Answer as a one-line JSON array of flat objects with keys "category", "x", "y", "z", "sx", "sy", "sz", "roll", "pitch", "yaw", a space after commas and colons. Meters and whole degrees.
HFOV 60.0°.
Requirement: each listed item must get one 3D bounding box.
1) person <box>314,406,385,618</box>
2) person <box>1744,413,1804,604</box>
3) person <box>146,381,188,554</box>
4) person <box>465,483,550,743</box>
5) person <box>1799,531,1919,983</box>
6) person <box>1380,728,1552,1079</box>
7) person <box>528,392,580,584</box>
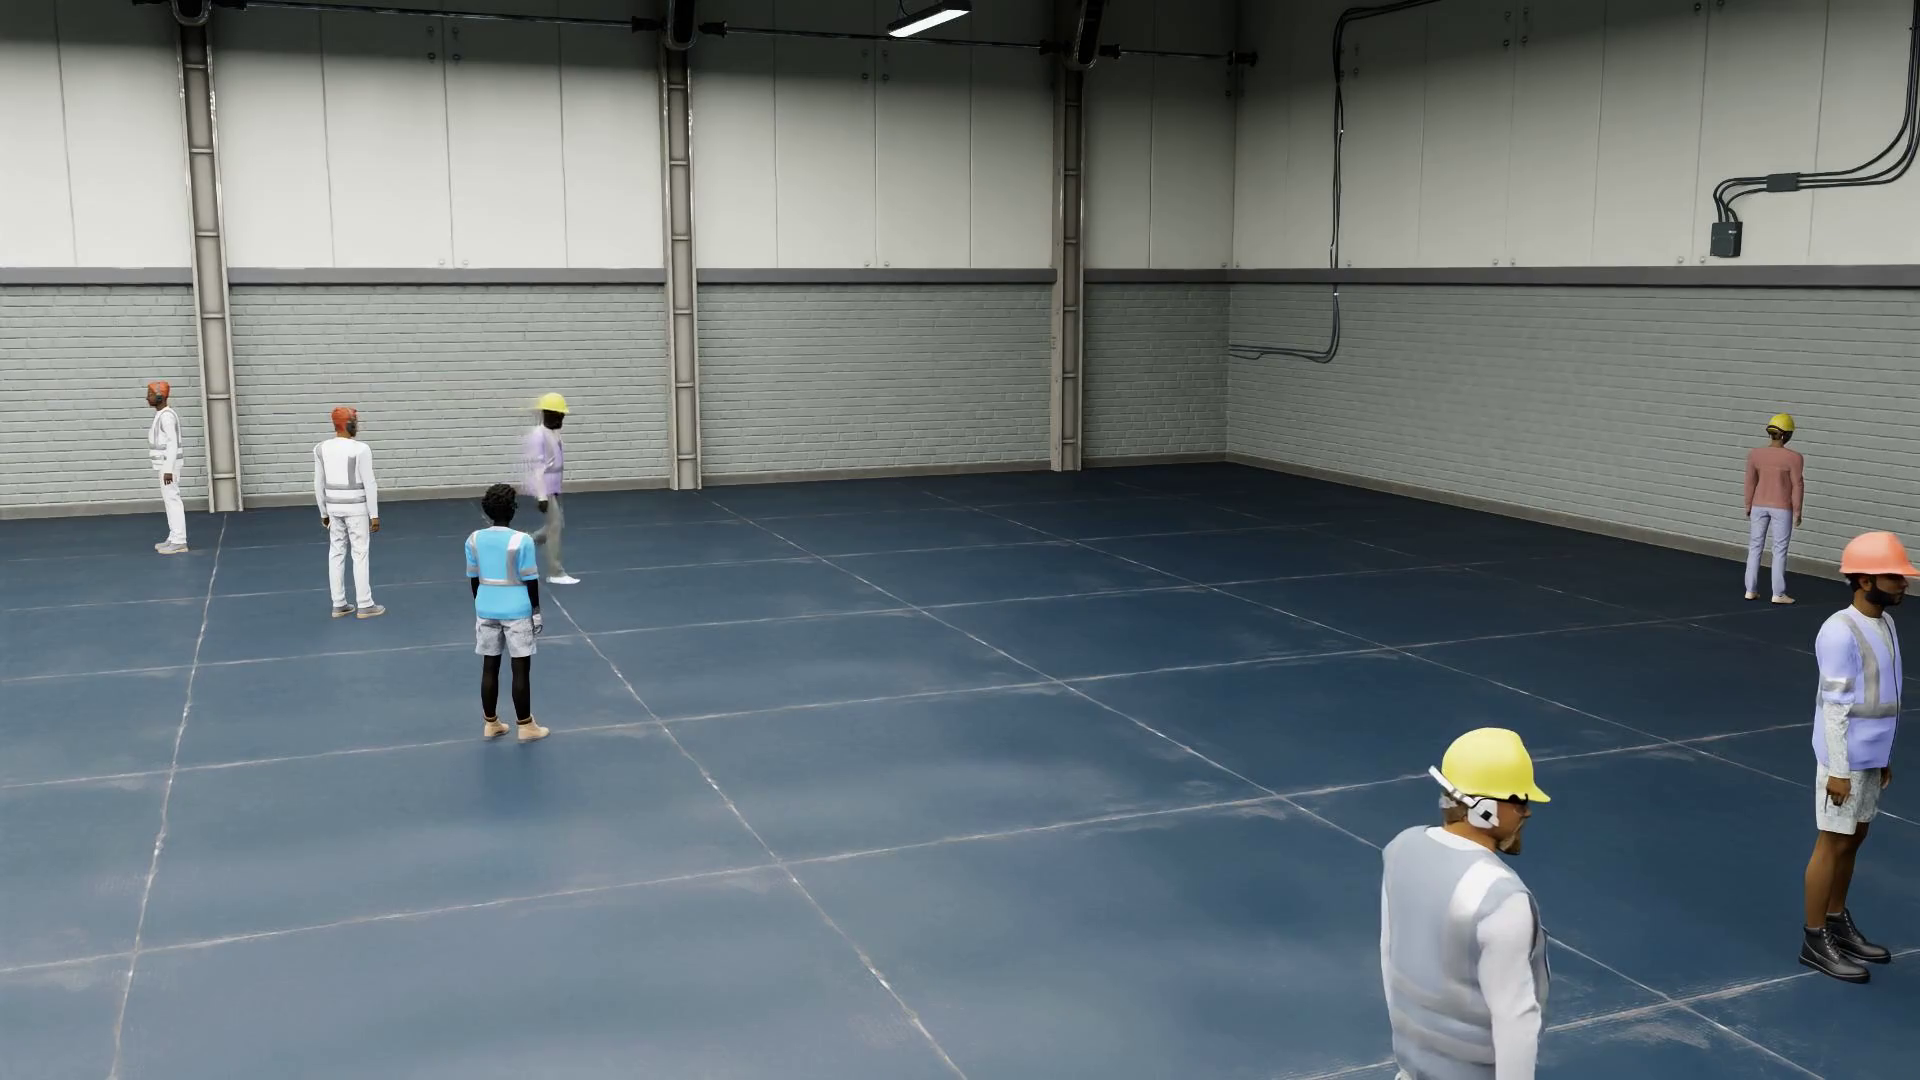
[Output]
[{"category": "person", "x": -5.415, "y": -0.244, "z": 14.741, "sx": 0.585, "sy": 1.882, "sz": 0.343, "roll": 2, "pitch": 9, "yaw": 15}, {"category": "person", "x": 7.540, "y": -0.291, "z": 15.402, "sx": 0.320, "sy": 1.767, "sz": 0.534, "roll": -7, "pitch": 11, "yaw": -37}, {"category": "person", "x": -8.677, "y": -0.794, "z": 18.191, "sx": 0.339, "sy": 1.882, "sz": 0.584, "roll": -5, "pitch": 10, "yaw": -30}, {"category": "person", "x": -2.944, "y": 0.475, "z": 10.802, "sx": 0.535, "sy": 1.700, "sz": 0.318, "roll": 3, "pitch": 10, "yaw": 20}, {"category": "person", "x": 3.904, "y": 0.924, "z": 7.224, "sx": 0.545, "sy": 1.943, "sz": 0.347, "roll": -9, "pitch": 12, "yaw": -43}, {"category": "person", "x": 1.384, "y": 1.408, "z": 4.550, "sx": 0.404, "sy": 1.827, "sz": 0.588, "roll": -3, "pitch": 9, "yaw": -17}, {"category": "person", "x": -4.105, "y": -0.505, "z": 16.333, "sx": 0.652, "sy": 1.901, "sz": 0.585, "roll": 1, "pitch": 9, "yaw": 4}]
